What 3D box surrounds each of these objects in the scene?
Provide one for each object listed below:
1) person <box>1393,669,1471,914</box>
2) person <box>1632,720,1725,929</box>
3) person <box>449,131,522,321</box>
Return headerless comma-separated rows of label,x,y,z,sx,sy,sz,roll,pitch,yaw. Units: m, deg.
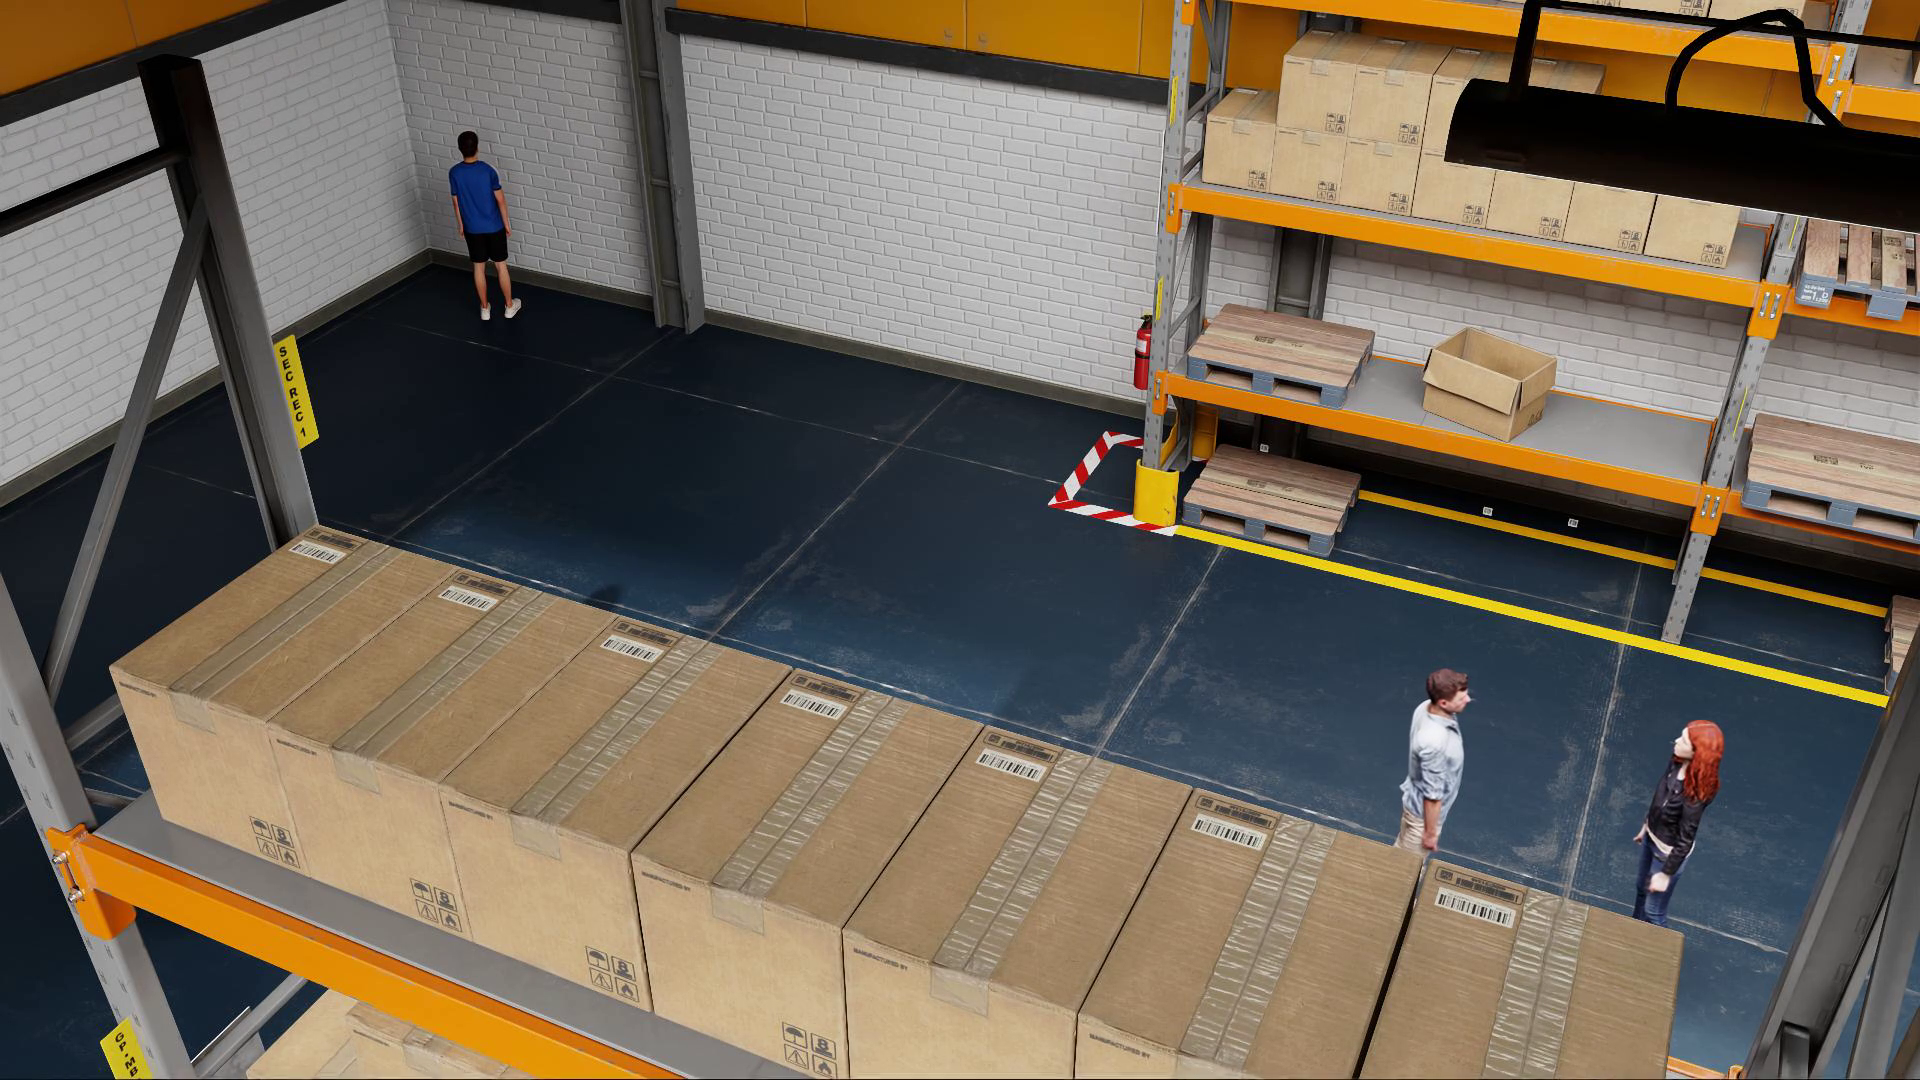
person,2.571,1.462,9.231,0.635,1.847,0.695,7,34,10
person,3.788,1.678,8.961,0.632,1.787,0.641,4,34,6
person,-4.582,-3.023,15.962,0.700,1.866,0.799,-5,34,-7
